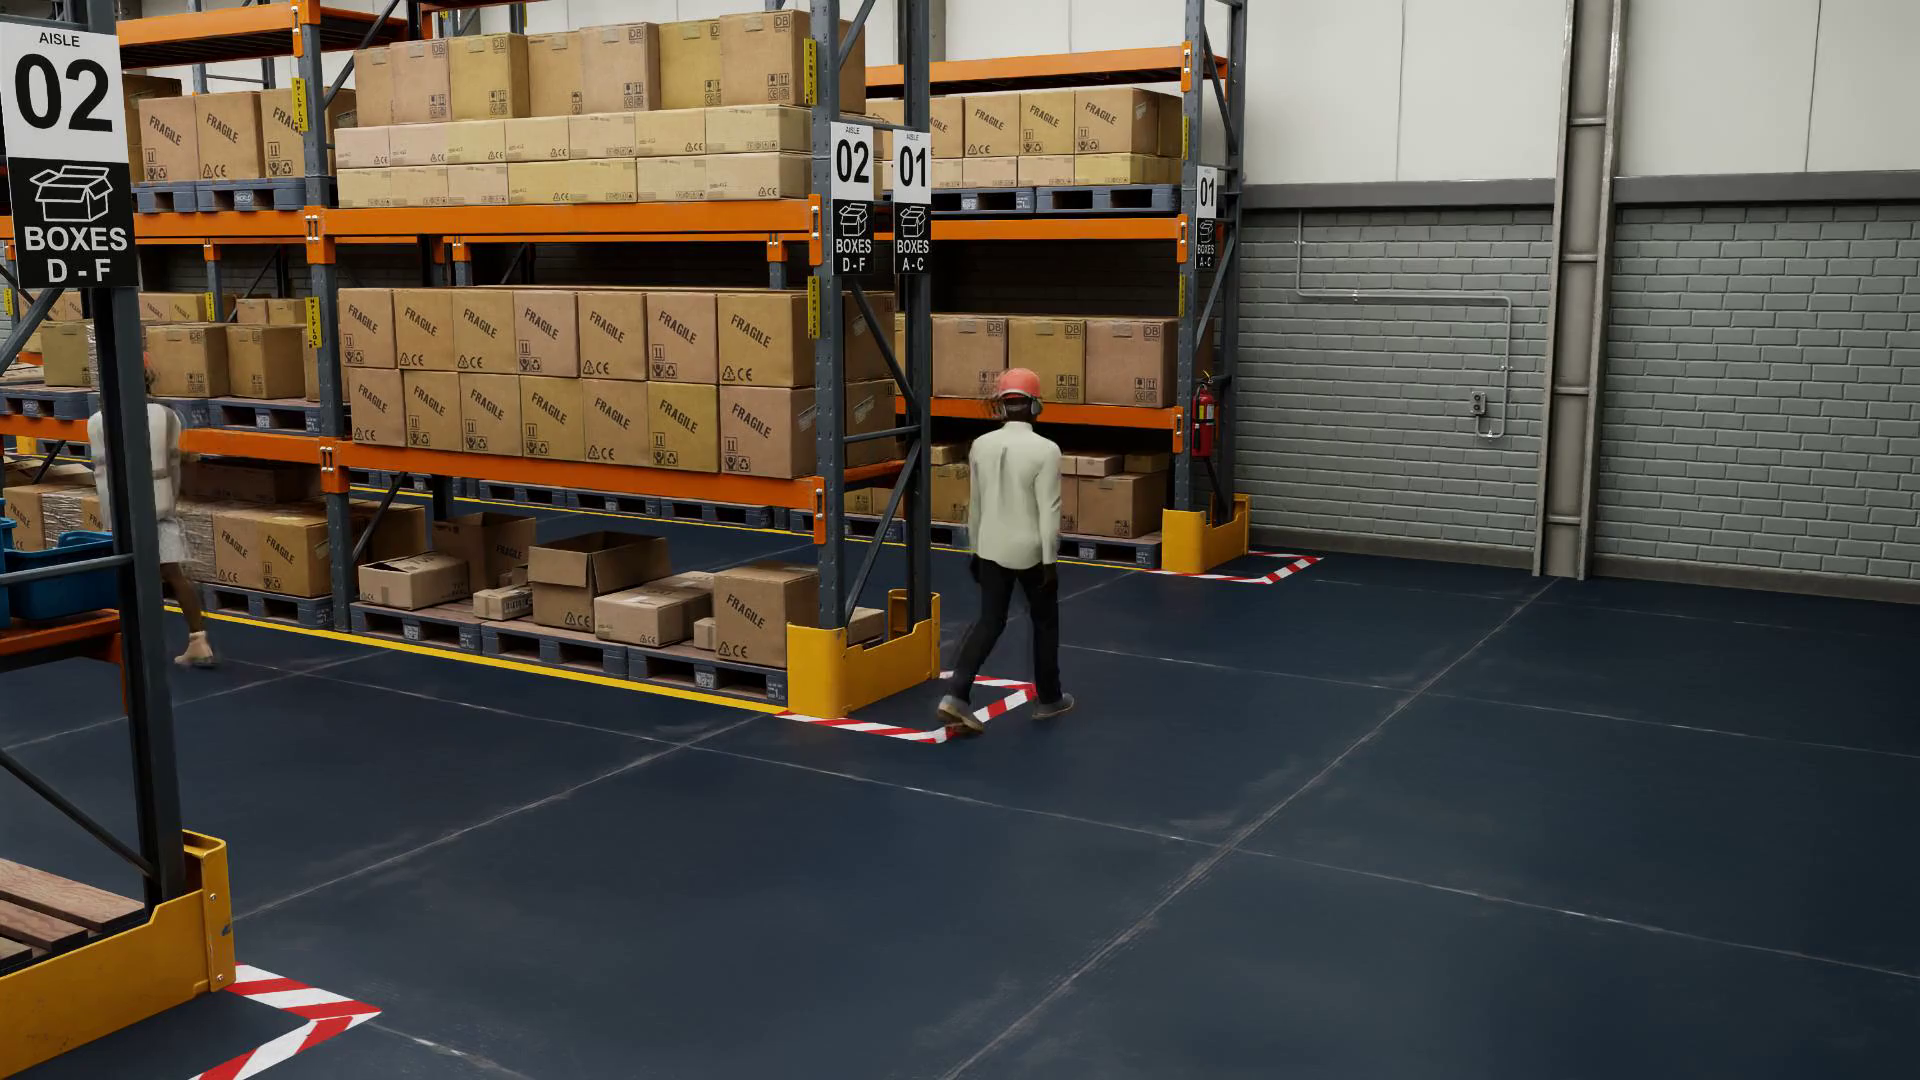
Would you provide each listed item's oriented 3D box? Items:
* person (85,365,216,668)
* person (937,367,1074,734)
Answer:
[{"bbox_3d":[-5.041,-0.190,10.231,1.067,1.989,0.631,5,11,28],"label":"person"},{"bbox_3d":[0.250,0.059,8.893,0.635,1.952,0.948,7,12,37],"label":"person"}]
